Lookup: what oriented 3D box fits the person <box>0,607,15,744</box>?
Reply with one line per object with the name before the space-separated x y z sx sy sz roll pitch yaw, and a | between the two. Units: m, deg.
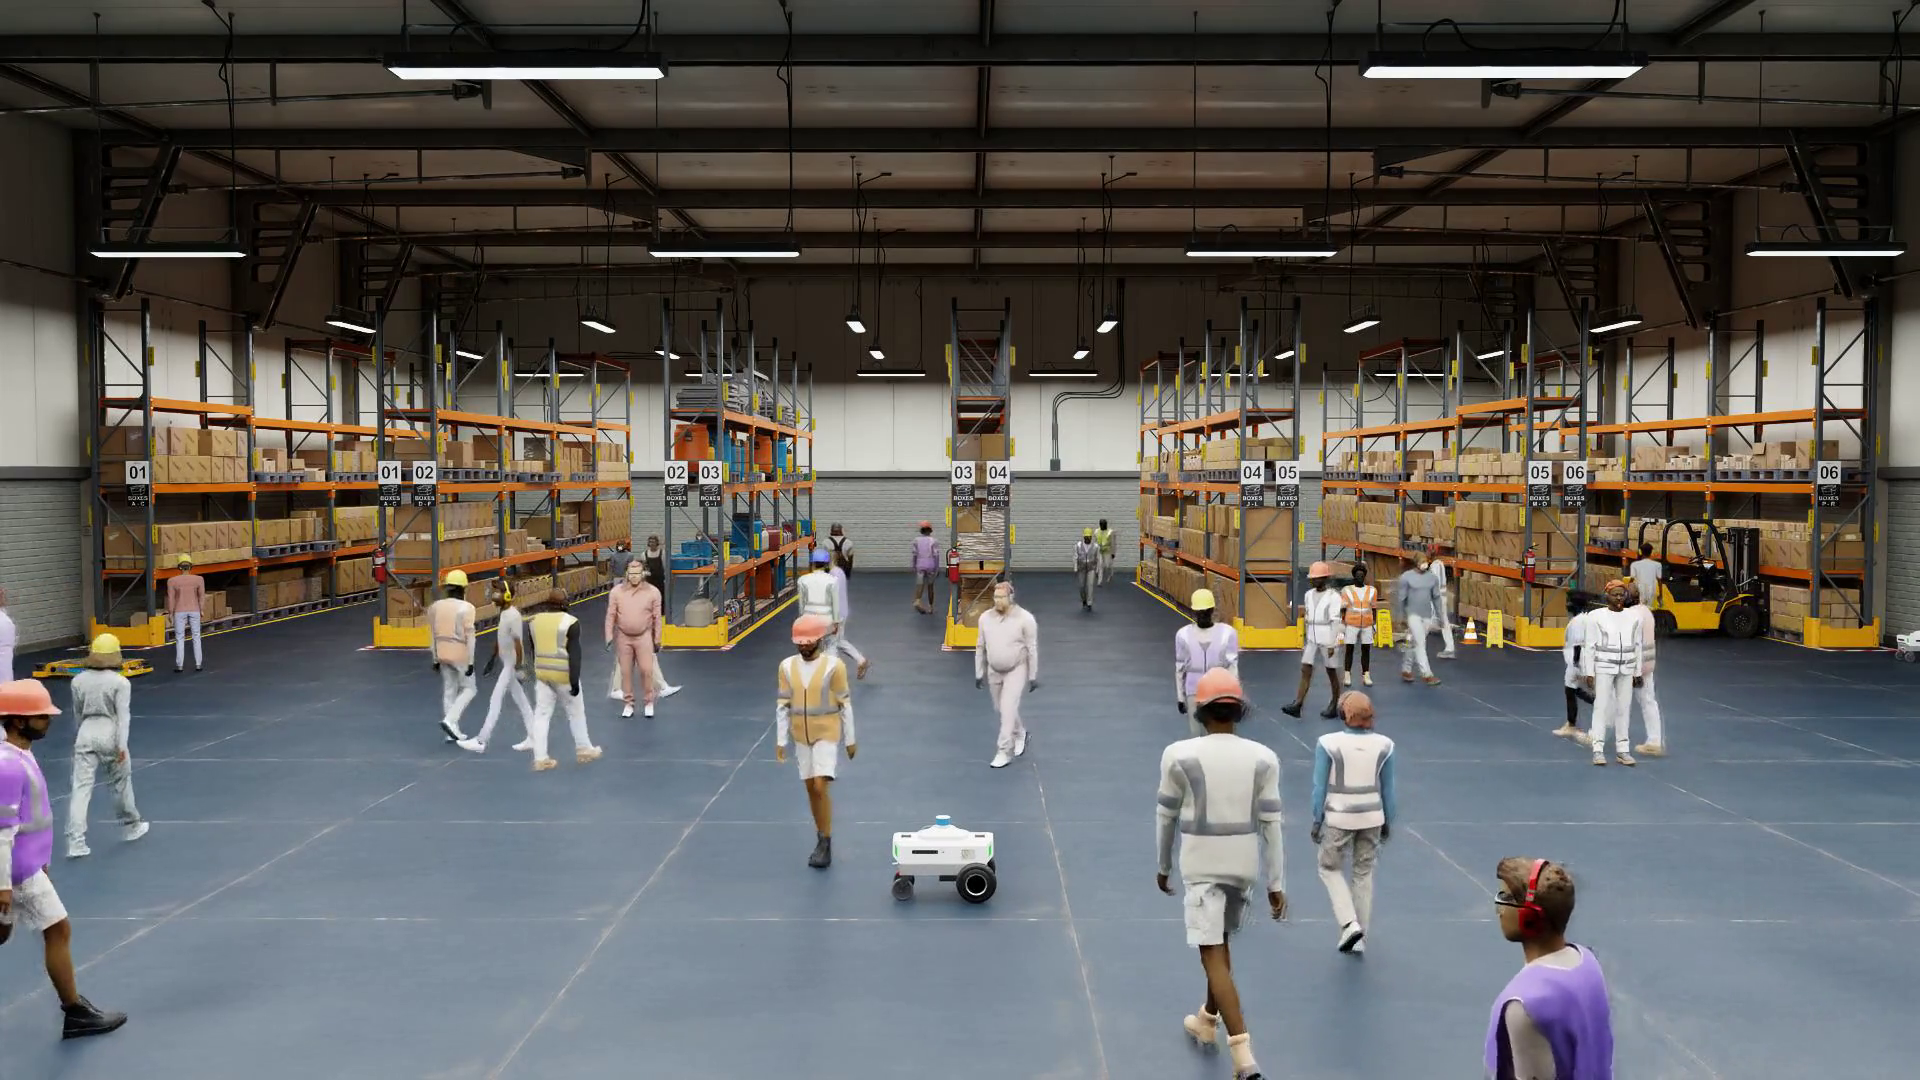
person | -9.394 1.373 15.579 0.672 1.894 0.423 2 3 38

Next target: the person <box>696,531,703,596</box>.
person | -6.416 0.554 39.963 0.514 1.594 0.843 0 2 8

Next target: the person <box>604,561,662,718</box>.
person | -3.981 1.209 19.710 0.665 1.900 0.456 0 2 -1

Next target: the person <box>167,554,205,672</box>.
person | -11.630 1.093 24.274 0.525 1.770 0.306 -2 3 -35

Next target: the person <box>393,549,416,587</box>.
person | -11.273 0.680 32.722 0.559 1.923 0.645 1 2 24

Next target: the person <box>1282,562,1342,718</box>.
person | 4.282 1.221 19.445 0.947 1.892 0.574 -2 3 -39

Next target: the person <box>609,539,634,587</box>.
person | -7.022 0.792 33.505 0.507 1.632 0.274 0 2 0

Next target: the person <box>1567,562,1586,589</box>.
person | 13.289 0.690 35.019 0.525 1.722 0.911 0 2 -10

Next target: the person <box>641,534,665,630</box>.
person | -5.856 0.798 30.984 0.523 1.824 0.678 0 2 -5

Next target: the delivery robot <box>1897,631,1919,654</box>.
delivery robot | 15.273 1.612 25.605 0.707 0.478 0.477 0 2 0

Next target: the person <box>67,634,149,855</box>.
person | -6.744 1.587 12.722 0.496 1.694 0.895 0 2 -2

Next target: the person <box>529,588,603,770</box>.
person | -4.008 1.387 16.369 0.652 1.801 0.897 1 3 25

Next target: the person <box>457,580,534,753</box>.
person | -4.910 1.347 17.209 0.932 1.825 0.506 -1 2 -21

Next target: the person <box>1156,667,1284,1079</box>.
person | 1.317 1.635 7.977 0.596 1.995 1.043 -1 2 -15

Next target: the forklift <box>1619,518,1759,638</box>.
forklift | 13.417 0.684 29.791 2.313 2.155 1.214 0 2 0

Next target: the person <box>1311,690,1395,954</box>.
person | 2.404 1.731 9.883 0.521 1.625 0.386 0 2 -6

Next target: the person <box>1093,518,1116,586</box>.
person | 3.873 0.320 43.271 0.632 1.812 0.643 1 2 23

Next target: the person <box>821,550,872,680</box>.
person | -1.677 1.087 22.773 0.742 1.911 0.633 0 2 11

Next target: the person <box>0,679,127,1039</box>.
person | -4.930 1.664 8.369 0.971 1.899 0.557 -1 3 -29

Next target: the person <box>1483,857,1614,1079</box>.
person | 1.787 1.854 4.842 0.983 1.810 0.579 2 3 44

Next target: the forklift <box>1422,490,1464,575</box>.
forklift | 13.926 -0.371 47.846 1.873 2.768 1.129 0 2 0

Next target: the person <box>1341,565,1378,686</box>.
person | 5.592 1.192 22.633 0.541 1.696 0.315 0 2 0

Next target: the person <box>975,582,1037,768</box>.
person | 0.509 1.348 16.628 0.653 1.874 0.898 1 3 30

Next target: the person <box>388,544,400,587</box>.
person | -12.042 0.650 34.823 0.619 1.812 0.533 0 2 10

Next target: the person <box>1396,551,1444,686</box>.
person | 6.504 1.094 22.816 0.650 1.886 1.015 -1 2 -20

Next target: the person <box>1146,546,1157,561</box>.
person | 5.335 0.180 44.649 0.436 1.973 0.645 0 2 -2

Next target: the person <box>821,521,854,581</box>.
person | -2.571 0.620 33.316 0.703 2.000 0.773 -1 2 -17

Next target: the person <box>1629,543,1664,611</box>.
person | 11.477 0.954 27.104 0.551 1.817 0.961 0 2 8

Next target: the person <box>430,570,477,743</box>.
person | -5.573 1.283 17.739 0.587 1.914 0.480 1 2 19

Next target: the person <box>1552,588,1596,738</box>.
person | 6.988 1.376 18.088 0.584 1.681 0.541 1 3 28

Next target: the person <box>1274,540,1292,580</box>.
person | 8.980 0.238 45.371 0.868 1.792 0.627 1 2 15

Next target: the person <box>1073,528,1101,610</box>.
person | 2.792 0.623 35.486 0.603 1.813 0.590 0 2 8

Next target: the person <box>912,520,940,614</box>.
person | -0.741 0.584 34.174 0.610 2.014 0.880 0 2 8

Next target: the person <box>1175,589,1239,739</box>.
person | 2.290 1.394 14.977 0.595 1.907 0.651 1 2 14

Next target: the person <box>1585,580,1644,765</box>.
person | 6.677 1.346 16.472 0.584 1.880 0.345 0 2 0

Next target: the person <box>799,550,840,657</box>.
person | -1.916 1.097 22.364 0.609 1.917 0.849 0 2 9

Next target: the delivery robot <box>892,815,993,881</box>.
delivery robot | -0.121 2.179 11.324 0.707 0.478 0.477 0 2 0

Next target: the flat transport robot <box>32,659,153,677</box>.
flat transport robot | -12.715 1.874 23.691 1.431 0.197 0.652 0 2 0

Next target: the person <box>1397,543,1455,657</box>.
person | 7.579 0.978 26.145 0.958 1.838 0.604 1 3 27

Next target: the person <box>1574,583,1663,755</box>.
person | 7.047 1.360 17.197 0.645 1.794 0.931 -2 3 -42

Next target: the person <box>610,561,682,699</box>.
person | -4.171 1.190 21.209 0.977 1.821 0.512 1 2 16

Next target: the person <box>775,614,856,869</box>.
person | -1.139 1.509 12.217 0.556 1.900 0.706 1 2 22
